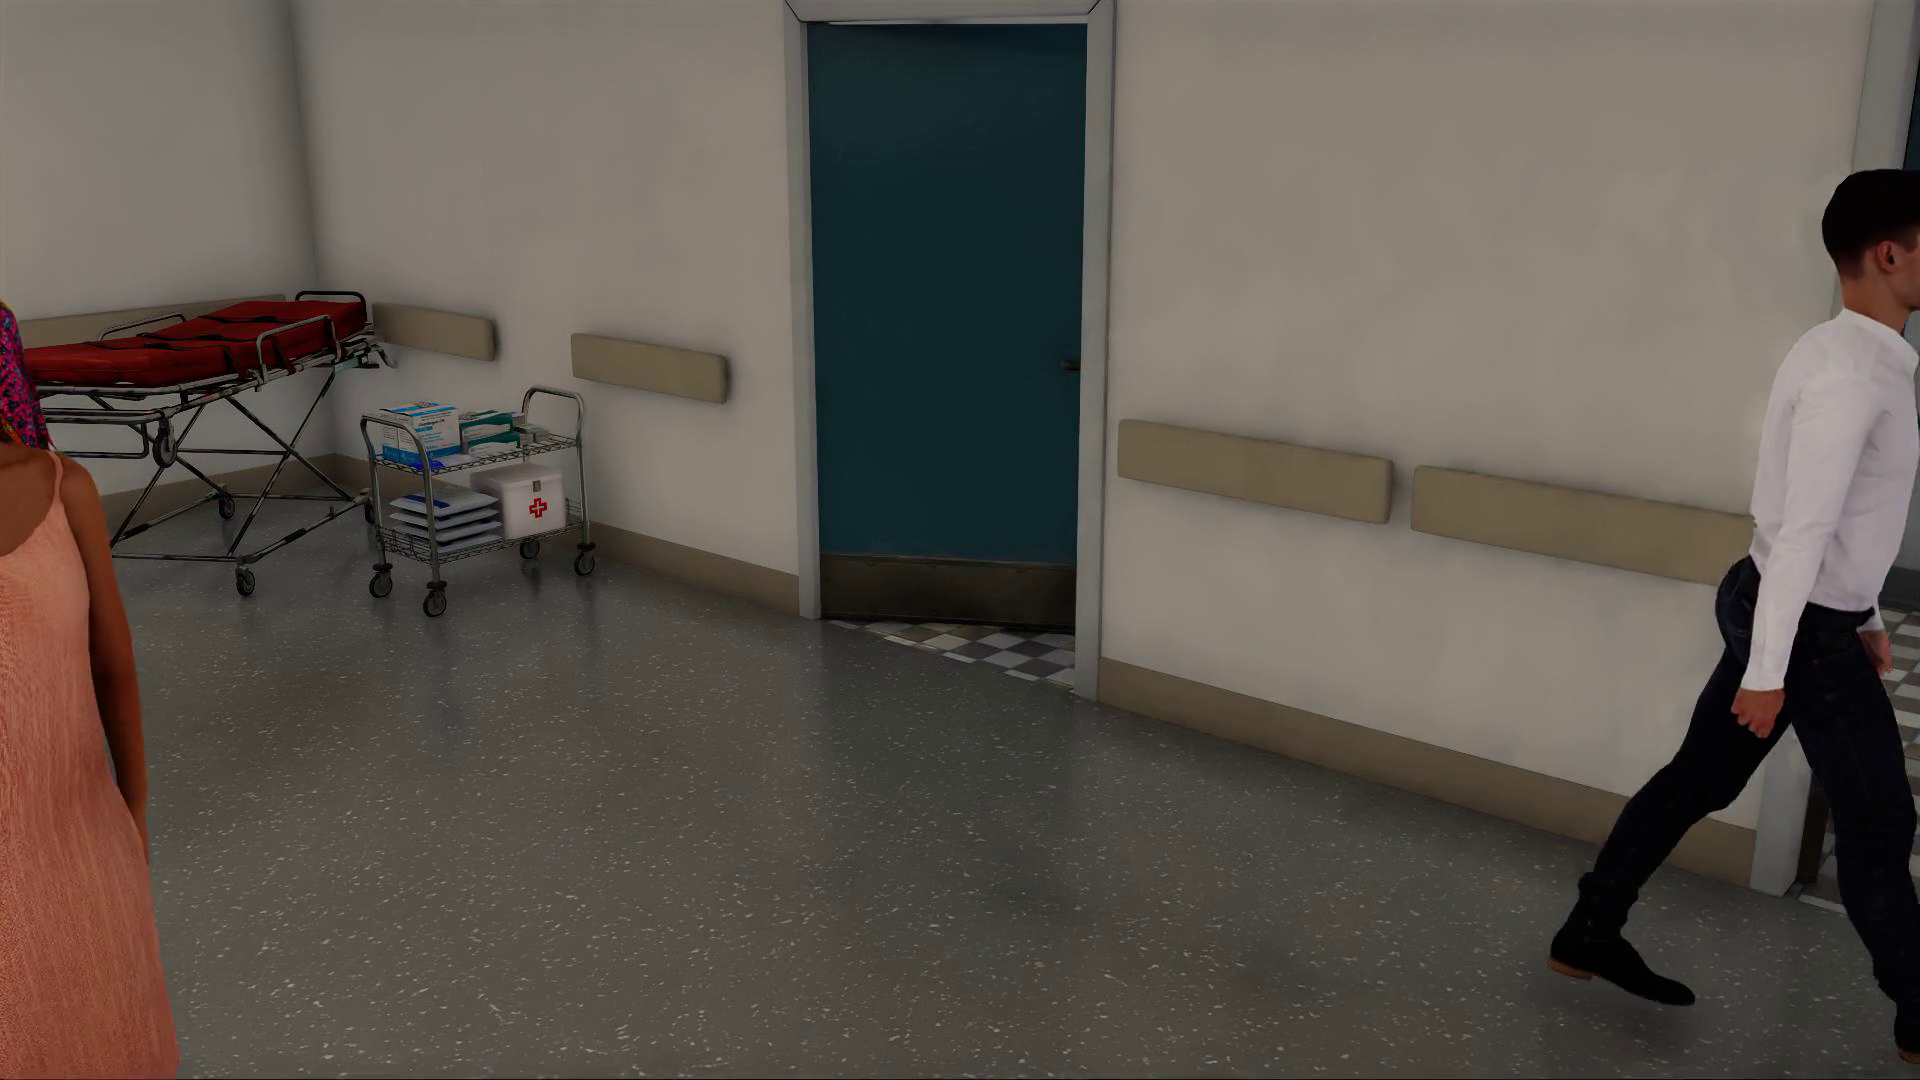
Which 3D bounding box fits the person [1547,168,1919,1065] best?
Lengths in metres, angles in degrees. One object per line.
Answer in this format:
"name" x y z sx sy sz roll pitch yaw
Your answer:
"person" 1.623 0.196 3.433 1.298 1.822 0.888 7 17 22
